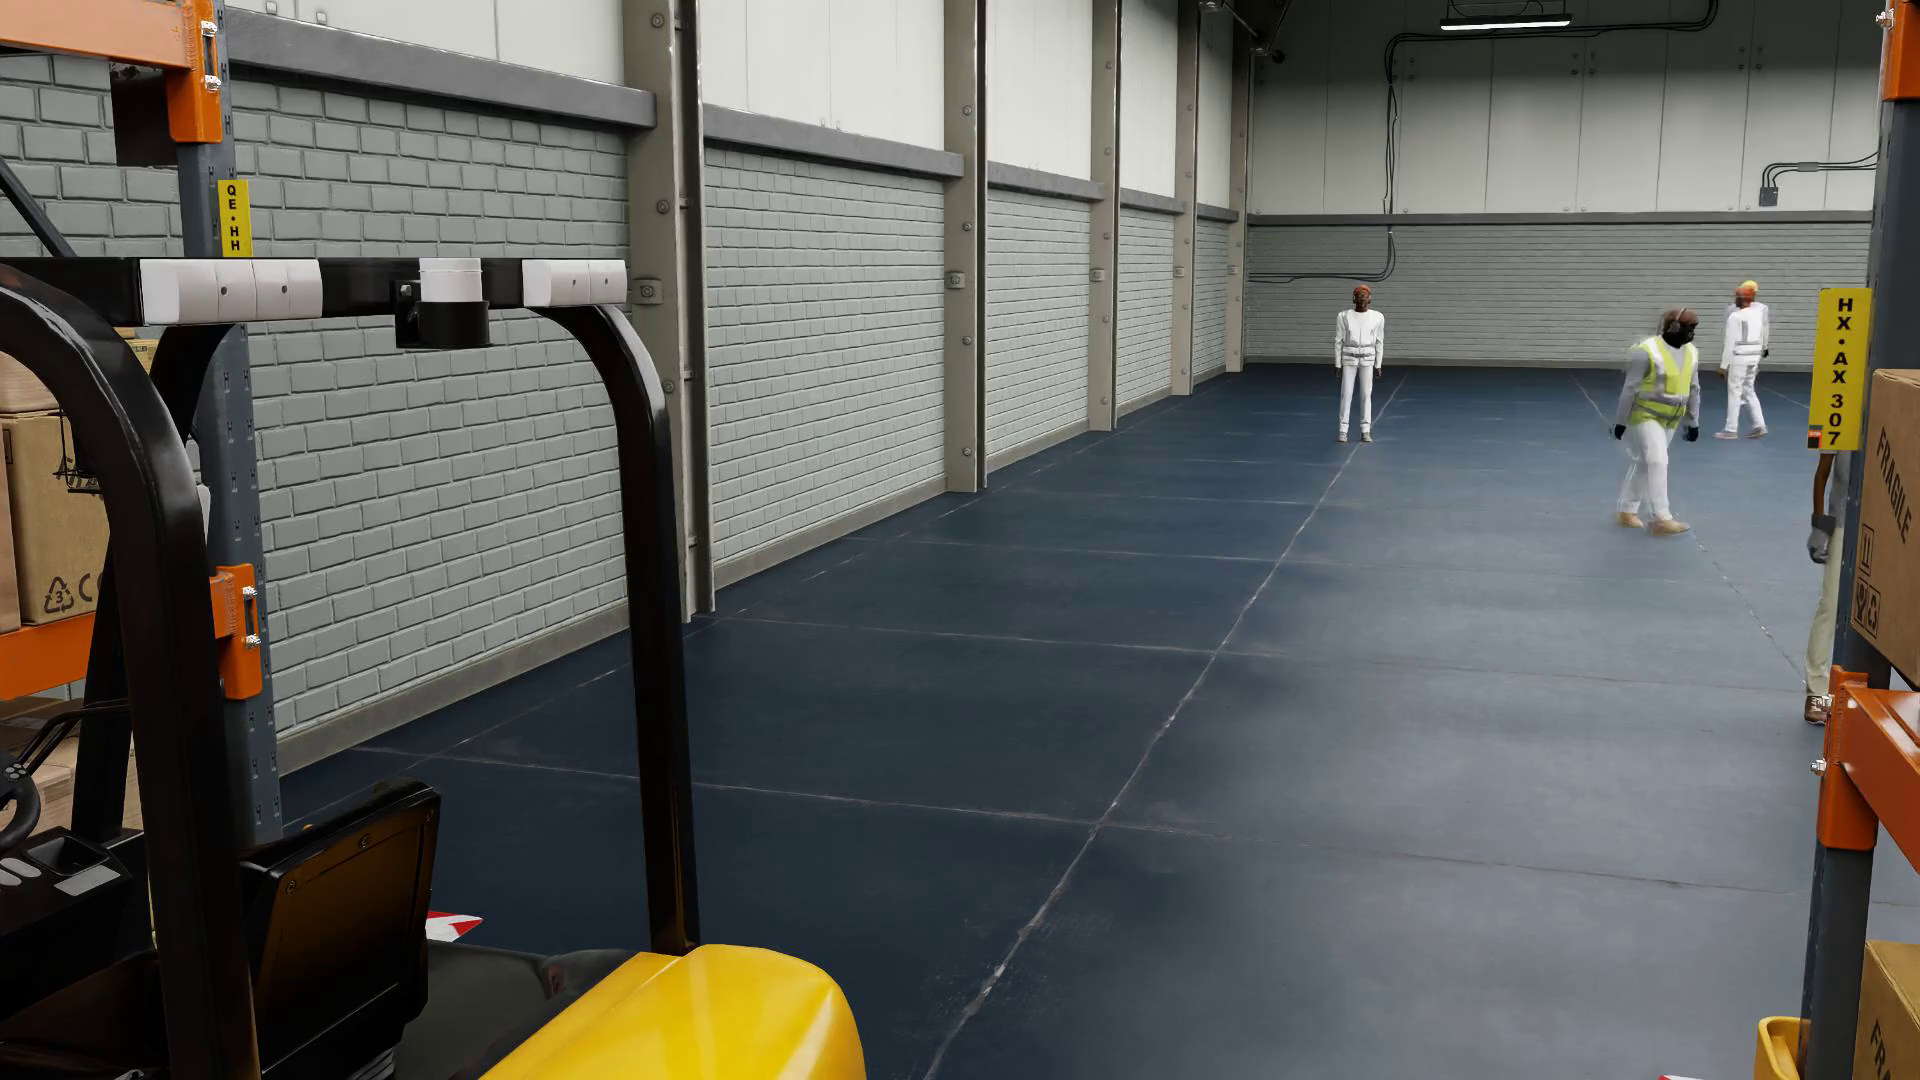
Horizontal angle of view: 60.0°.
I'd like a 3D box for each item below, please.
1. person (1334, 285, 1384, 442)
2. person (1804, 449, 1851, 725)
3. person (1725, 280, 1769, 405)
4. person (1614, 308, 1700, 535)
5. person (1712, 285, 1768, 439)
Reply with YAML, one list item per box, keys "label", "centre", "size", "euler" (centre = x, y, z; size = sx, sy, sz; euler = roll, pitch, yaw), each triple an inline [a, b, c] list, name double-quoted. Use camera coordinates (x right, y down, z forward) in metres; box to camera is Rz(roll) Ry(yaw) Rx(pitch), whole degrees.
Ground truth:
- label: "person"
  centre: [4.789, -2.115, 20.001]
  size: [0.574, 1.884, 0.356]
  euler: [2, 10, 9]
- label: "person"
  centre: [4.242, -0.056, 7.775]
  size: [0.517, 1.874, 0.328]
  euler: [1, 10, 8]
- label: "person"
  centre: [11.705, -2.923, 24.809]
  size: [0.586, 1.894, 0.905]
  euler: [9, 13, 44]
- label: "person"
  centre: [5.604, -0.944, 13.284]
  size: [0.650, 1.791, 0.901]
  euler: [-5, 11, -26]
- label: "person"
  centre: [9.532, -2.154, 20.251]
  size: [0.644, 1.881, 0.548]
  euler: [-5, 11, -25]
